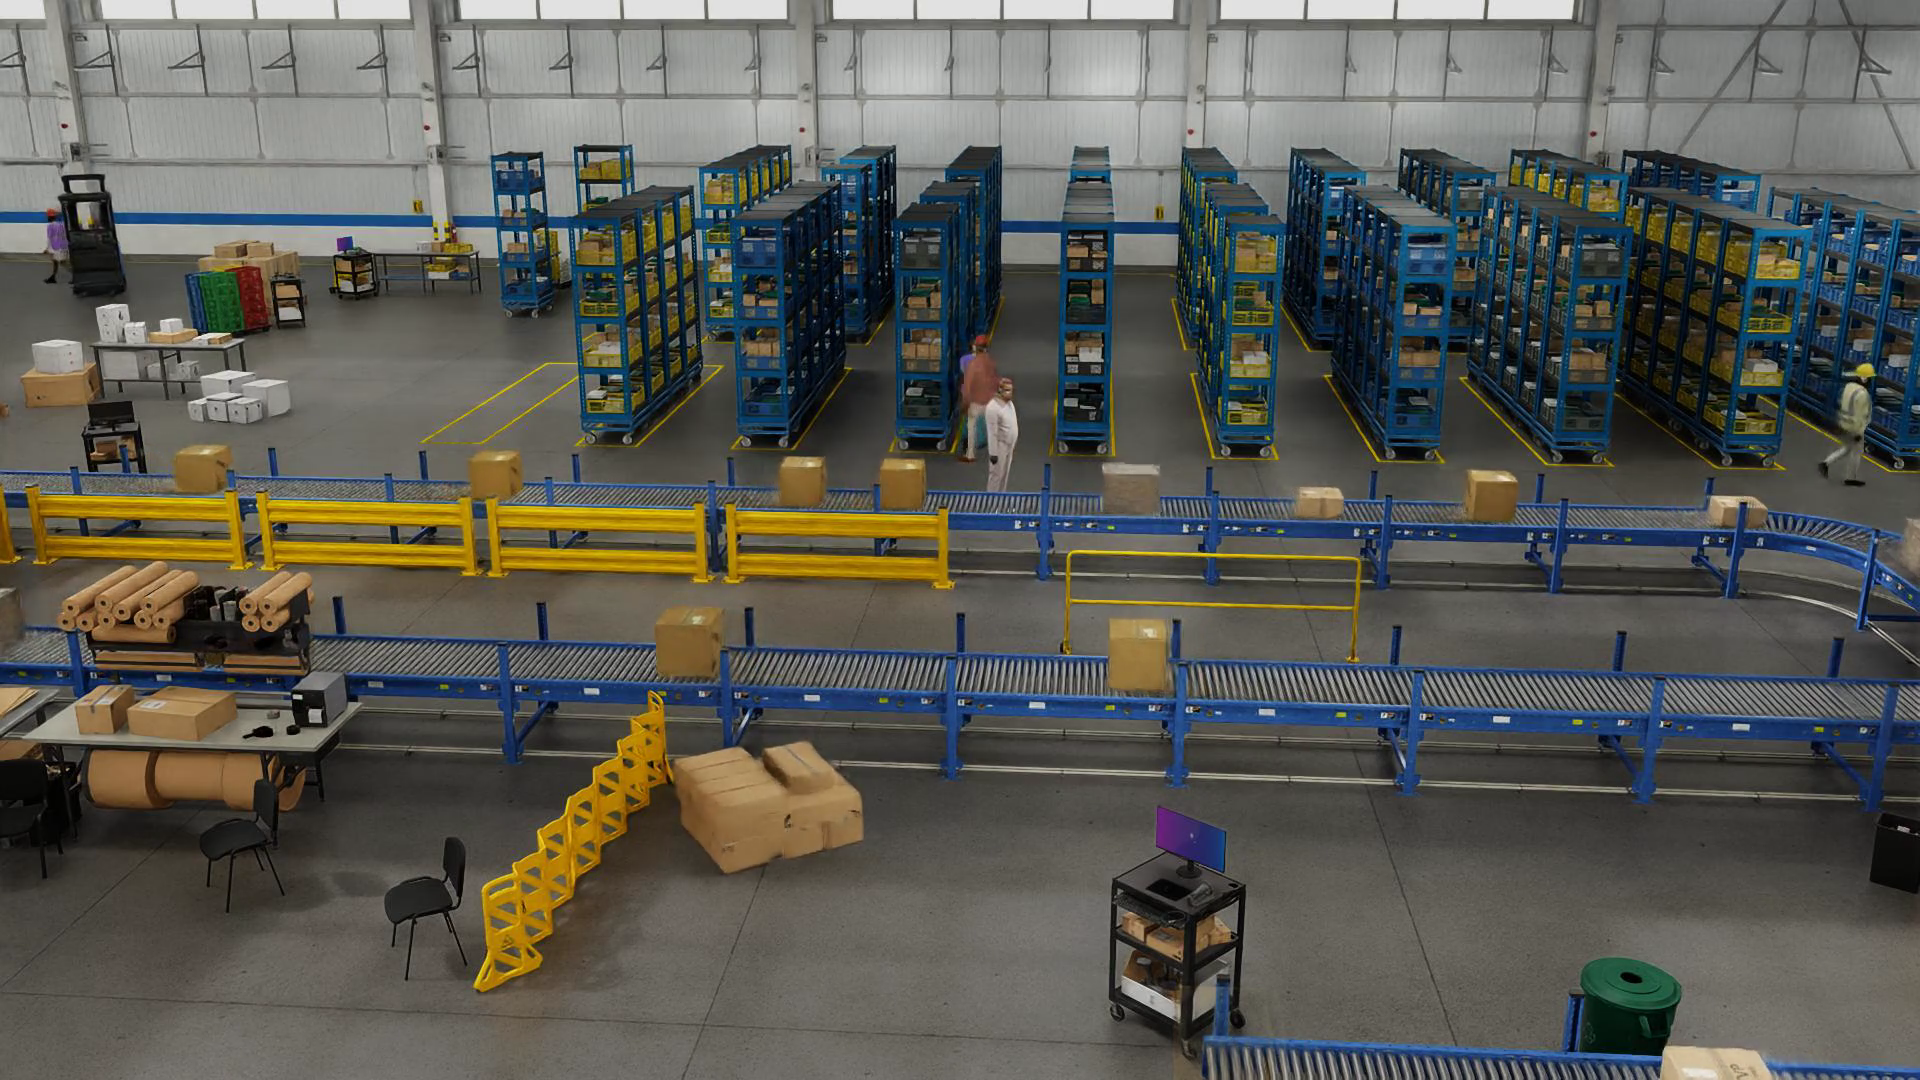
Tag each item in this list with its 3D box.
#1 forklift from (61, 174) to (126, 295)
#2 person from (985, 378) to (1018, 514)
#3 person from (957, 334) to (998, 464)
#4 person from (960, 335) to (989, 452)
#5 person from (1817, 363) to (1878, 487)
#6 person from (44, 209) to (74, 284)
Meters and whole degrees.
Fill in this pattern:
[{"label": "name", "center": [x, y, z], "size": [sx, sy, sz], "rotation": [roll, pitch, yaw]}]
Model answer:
[{"label": "forklift", "center": [-21.309, -7.553, 40.811], "size": [1.129, 2.768, 1.873], "rotation": [-8, 19, -23]}, {"label": "person", "center": [0.580, -1.241, 22.381], "size": [0.402, 1.904, 0.651], "rotation": [8, 19, 23]}, {"label": "person", "center": [0.338, -2.103, 25.063], "size": [0.564, 1.963, 0.699], "rotation": [14, 22, 38]}, {"label": "person", "center": [0.252, -2.249, 25.708], "size": [0.562, 1.822, 0.757], "rotation": [5, 18, 17]}, {"label": "person", "center": [12.756, -1.646, 23.811], "size": [0.565, 1.811, 0.606], "rotation": [2, 18, 6]}, {"label": "person", "center": [-22.735, -7.382, 41.903], "size": [0.979, 1.892, 0.547], "rotation": [0, 17, -1]}]
